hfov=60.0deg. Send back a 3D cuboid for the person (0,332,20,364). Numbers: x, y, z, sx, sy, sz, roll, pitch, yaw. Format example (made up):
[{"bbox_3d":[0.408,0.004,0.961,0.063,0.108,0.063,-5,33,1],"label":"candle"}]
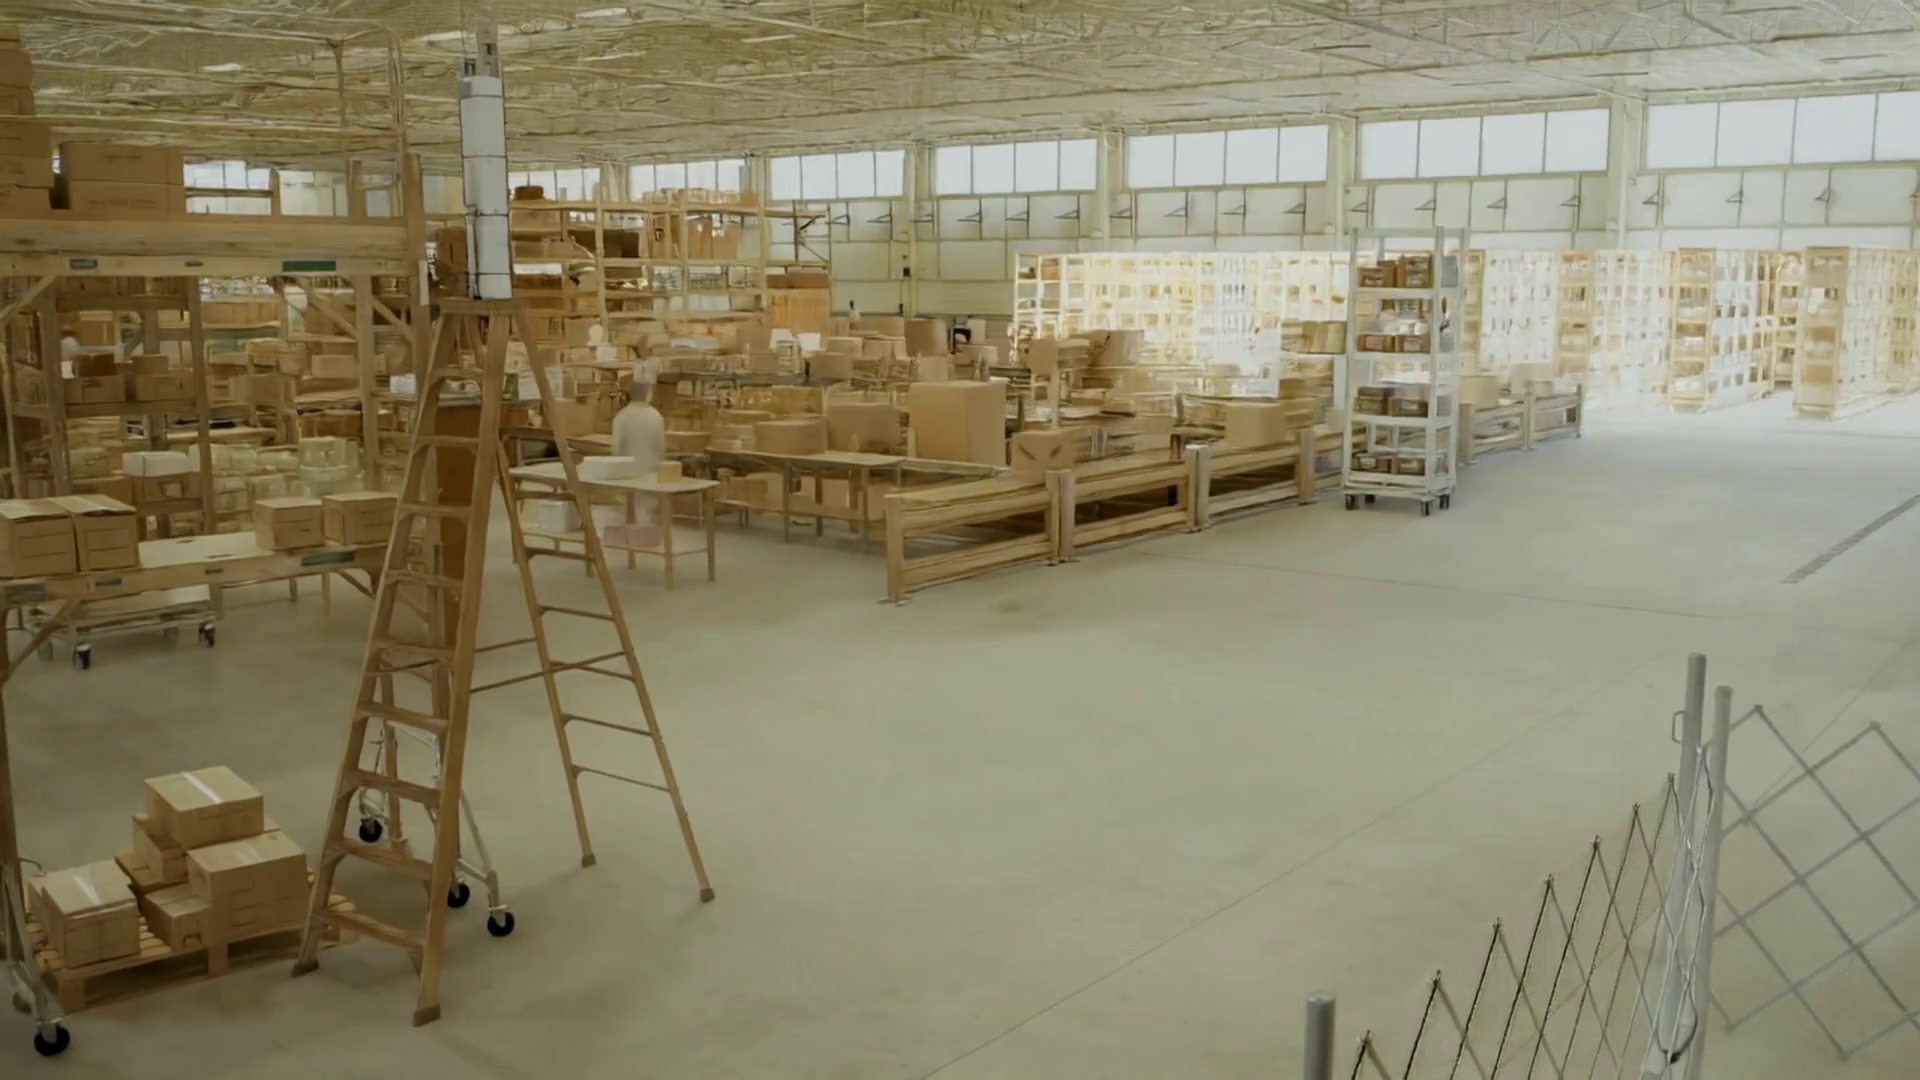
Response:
[{"bbox_3d":[-23.742,-4.423,41.517,0.268,1.631,0.509,8,12,41],"label":"person"}]

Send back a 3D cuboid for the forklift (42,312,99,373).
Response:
[{"bbox_3d":[-23.779,-5.451,44.052,1.873,2.768,1.129,7,11,36],"label":"forklift"}]

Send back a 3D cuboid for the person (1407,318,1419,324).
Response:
[{"bbox_3d":[14.475,-6.333,52.922,0.585,1.808,0.880,6,11,32],"label":"person"}]

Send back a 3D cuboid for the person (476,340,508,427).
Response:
[{"bbox_3d":[-8.973,-2.964,31.894,0.604,1.808,0.776,-4,10,-23],"label":"person"}]

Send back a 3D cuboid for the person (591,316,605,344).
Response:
[{"bbox_3d":[-11.123,-5.988,50.945,0.522,1.748,0.509,5,11,30],"label":"person"}]

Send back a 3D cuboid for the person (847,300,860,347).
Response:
[{"bbox_3d":[-4.496,-8.996,69.178,0.864,1.910,0.653,6,11,35],"label":"person"}]

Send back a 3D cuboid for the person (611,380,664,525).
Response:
[{"bbox_3d":[-3.480,-0.794,18.078,0.637,1.888,0.660,8,12,42],"label":"person"}]

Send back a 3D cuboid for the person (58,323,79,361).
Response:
[{"bbox_3d":[-20.417,-3.976,37.885,0.567,1.902,0.852,7,11,37],"label":"person"}]

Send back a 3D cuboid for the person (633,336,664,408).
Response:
[{"bbox_3d":[-4.948,-2.189,26.292,0.379,2.045,0.605,6,11,33],"label":"person"}]

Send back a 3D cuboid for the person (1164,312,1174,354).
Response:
[{"bbox_3d":[6.792,-6.499,54.021,0.597,1.793,0.911,4,10,24],"label":"person"}]

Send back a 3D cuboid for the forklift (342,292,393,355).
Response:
[{"bbox_3d":[-16.485,-5.622,45.120,1.129,2.768,1.873,7,11,37],"label":"forklift"}]

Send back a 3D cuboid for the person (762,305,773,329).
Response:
[{"bbox_3d":[-6.349,-6.782,55.135,0.400,1.989,0.635,3,10,18],"label":"person"}]

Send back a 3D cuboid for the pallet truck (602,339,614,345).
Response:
[{"bbox_3d":[-8.991,-4.871,45.351,0.653,1.274,1.630,7,11,37],"label":"pallet truck"}]

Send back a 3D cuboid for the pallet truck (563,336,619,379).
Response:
[{"bbox_3d":[-10.690,-5.294,48.215,1.601,1.201,0.680,-5,10,-26],"label":"pallet truck"}]

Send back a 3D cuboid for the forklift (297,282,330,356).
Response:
[{"bbox_3d":[-18.168,-6.024,47.630,1.129,2.768,1.873,7,11,37],"label":"forklift"}]
